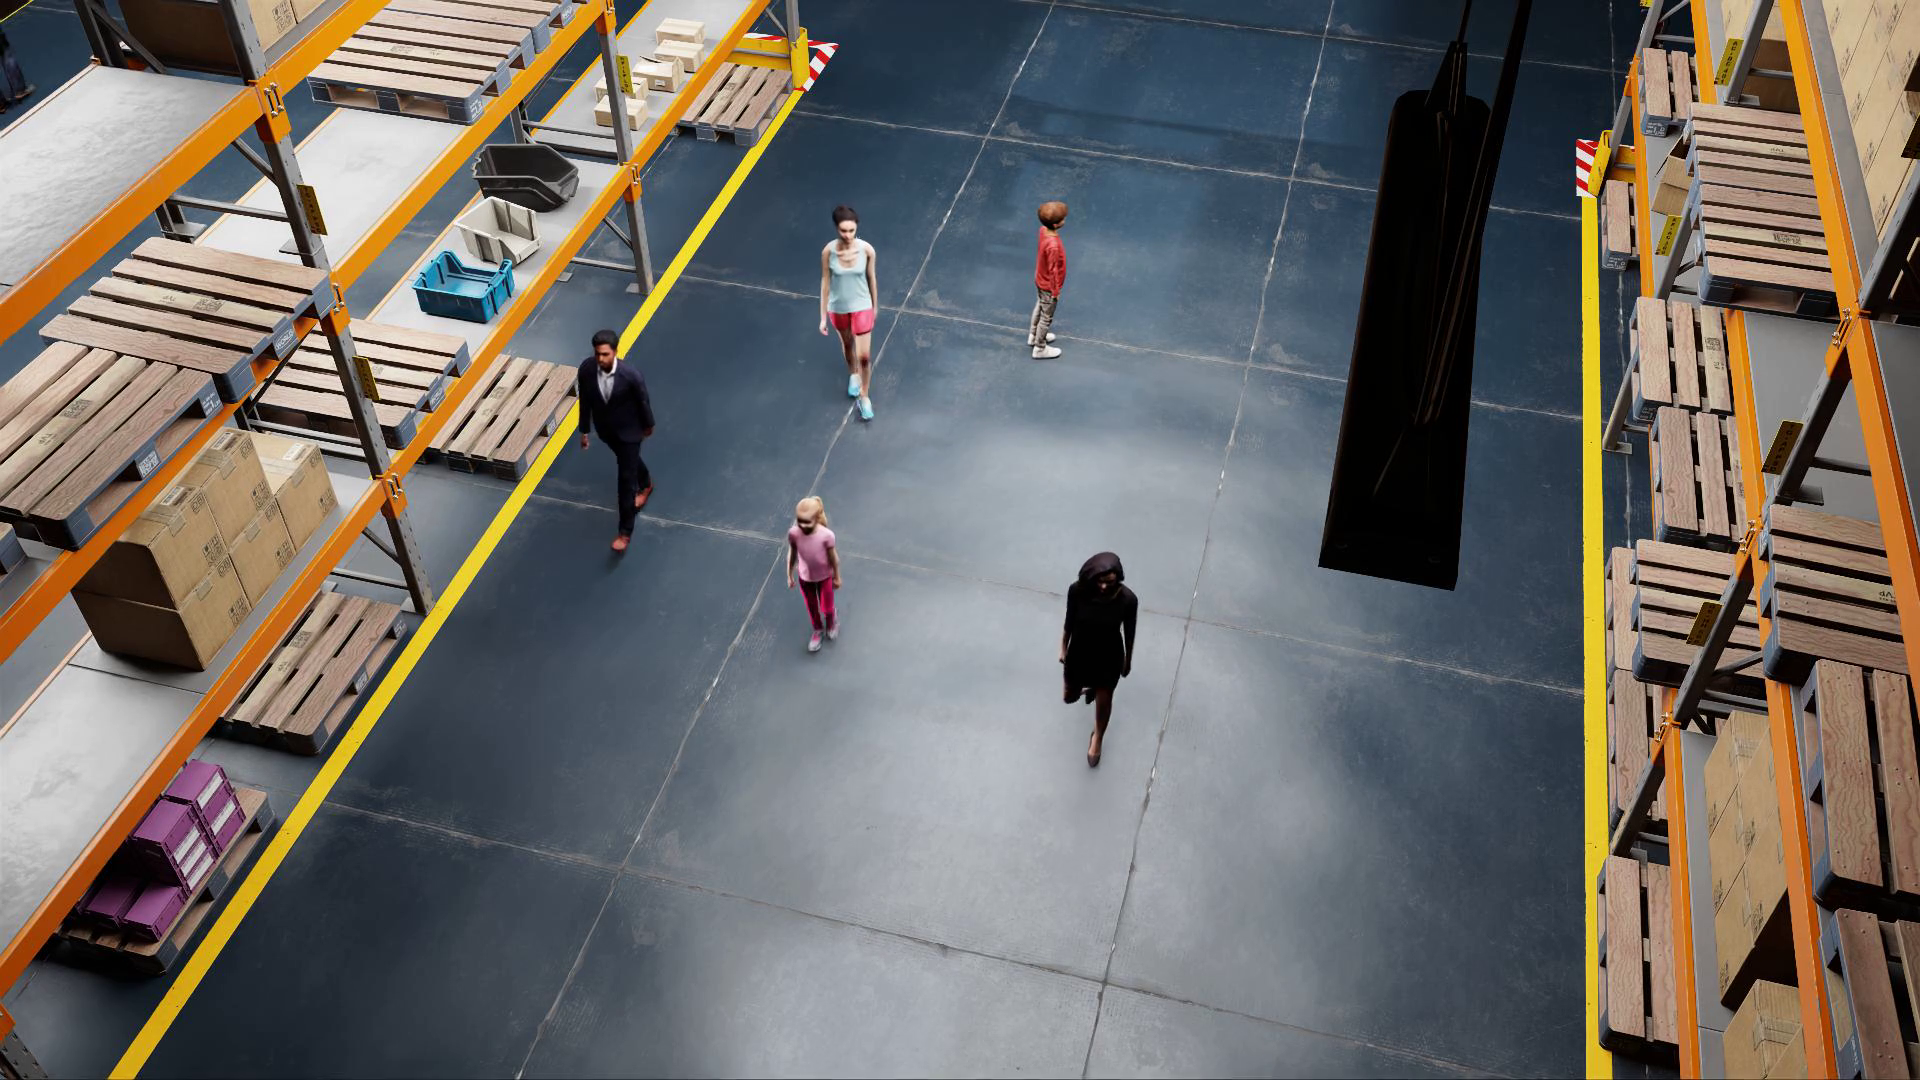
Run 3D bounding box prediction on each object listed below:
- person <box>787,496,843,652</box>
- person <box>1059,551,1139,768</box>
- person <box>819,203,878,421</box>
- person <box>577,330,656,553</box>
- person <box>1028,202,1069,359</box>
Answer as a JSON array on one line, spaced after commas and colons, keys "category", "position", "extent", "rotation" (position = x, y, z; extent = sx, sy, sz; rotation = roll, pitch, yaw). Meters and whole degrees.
[{"category": "person", "position": [-0.957, 0.179, 11.144], "extent": [0.517, 1.269, 0.549], "rotation": [7, 44, 8]}, {"category": "person", "position": [0.858, 0.666, 10.255], "extent": [0.623, 1.789, 0.748], "rotation": [13, 45, 13]}, {"category": "person", "position": [-0.861, -1.845, 12.925], "extent": [0.739, 1.743, 0.919], "rotation": [0, 44, 0]}, {"category": "person", "position": [-2.407, -0.850, 11.921], "extent": [0.650, 1.686, 1.061], "rotation": [12, 45, 12]}, {"category": "person", "position": [0.707, -2.108, 13.440], "extent": [0.649, 1.413, 0.540], "rotation": [-7, 44, -8]}]
